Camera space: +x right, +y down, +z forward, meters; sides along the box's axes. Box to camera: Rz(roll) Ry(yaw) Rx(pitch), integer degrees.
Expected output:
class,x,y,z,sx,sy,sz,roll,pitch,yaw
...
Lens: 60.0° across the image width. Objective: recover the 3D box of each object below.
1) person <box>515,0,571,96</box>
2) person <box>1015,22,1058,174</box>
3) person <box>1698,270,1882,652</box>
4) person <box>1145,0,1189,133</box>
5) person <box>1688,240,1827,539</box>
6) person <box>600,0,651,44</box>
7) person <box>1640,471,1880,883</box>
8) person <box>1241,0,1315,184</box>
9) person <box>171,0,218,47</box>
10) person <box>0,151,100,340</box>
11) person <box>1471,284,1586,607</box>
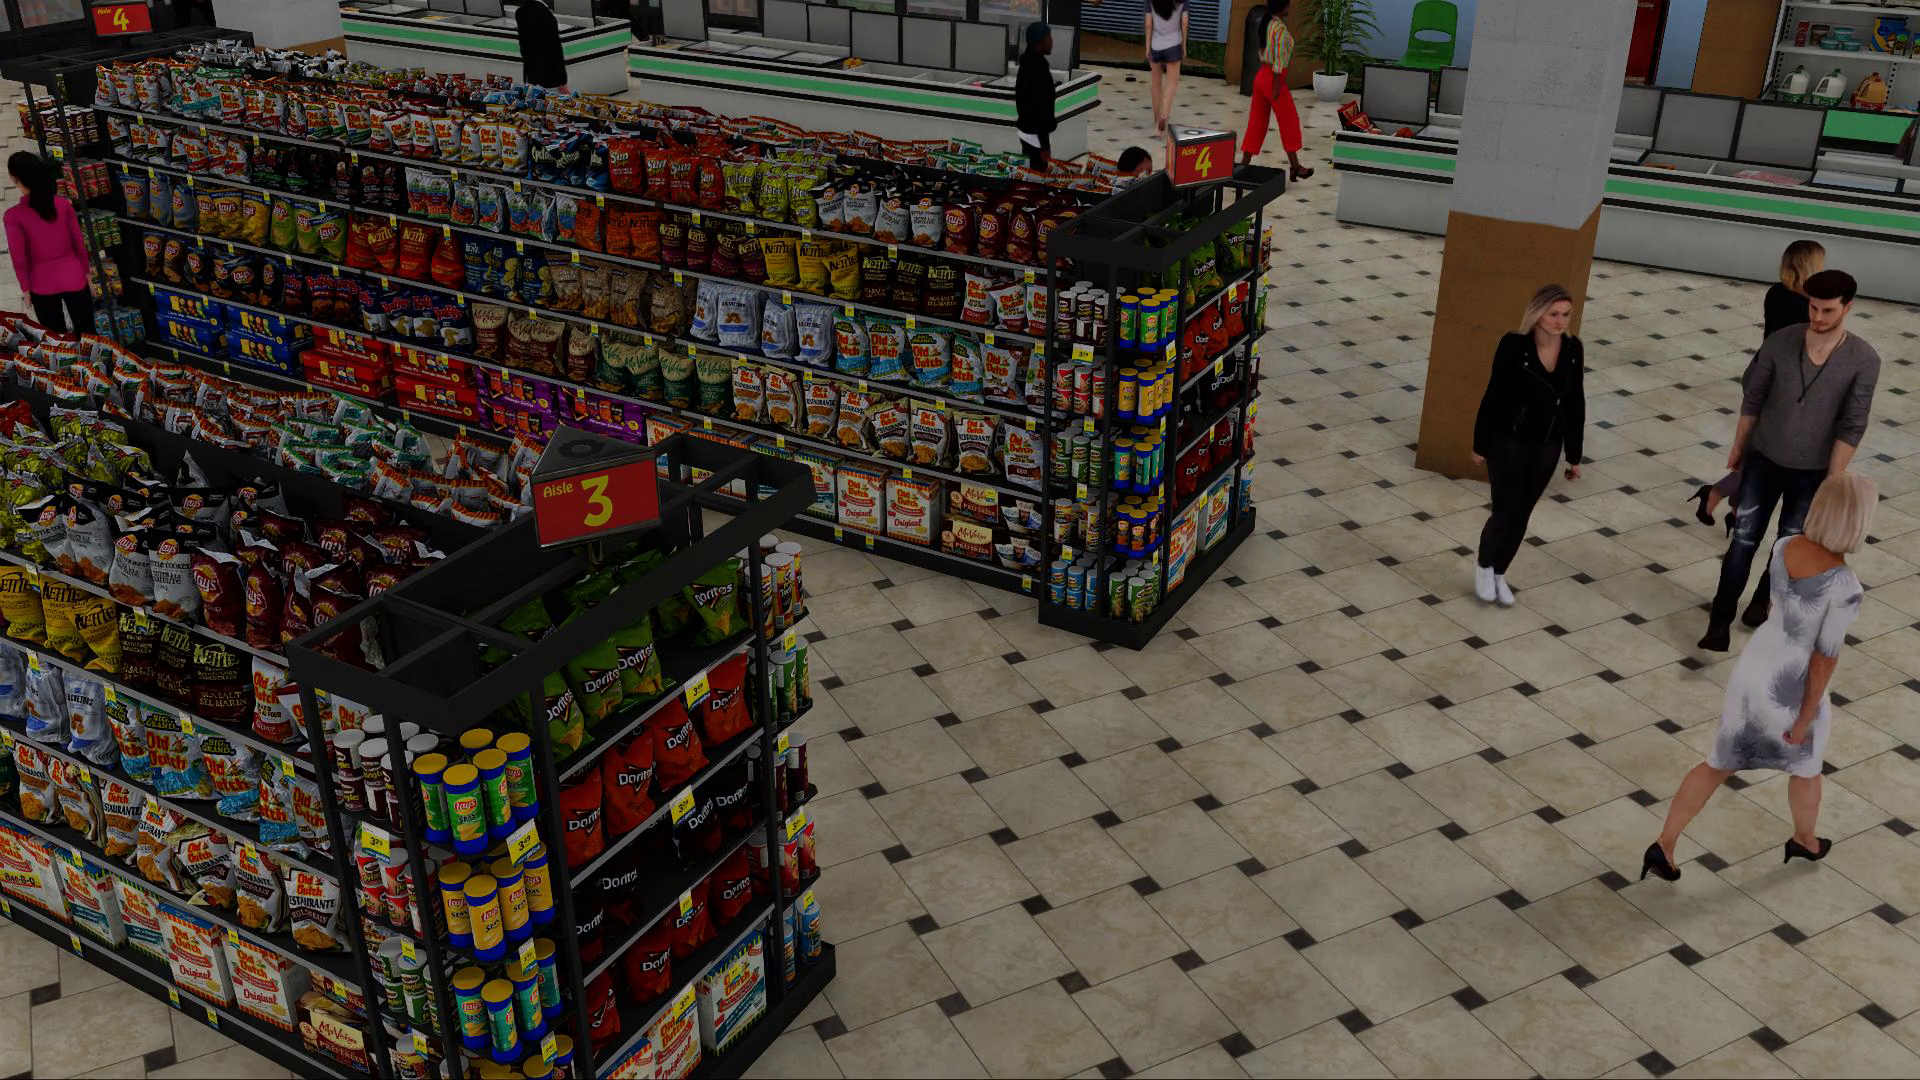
class,x,y,z,sx,sy,sz,roll,pitch,yaw
person,-3.881,-4.331,15.450,0.613,1.948,0.811,22,34,37
person,0.606,-3.282,13.526,0.796,1.817,0.751,-5,27,-10
person,3.906,-0.386,7.776,1.114,1.854,0.780,16,31,29
person,2.118,-5.067,17.201,1.070,1.677,0.882,6,27,11
person,4.147,-0.744,8.707,0.835,1.648,0.765,1,27,1
person,-4.162,-6.761,20.385,1.092,1.818,0.801,18,32,31
person,2.911,0.571,6.051,1.079,1.706,1.095,-10,29,-19
person,2.737,-4.052,15.110,1.028,1.758,1.030,-10,29,-20
person,-9.283,-6.498,19.893,1.183,1.794,1.010,3,27,7
person,-5.479,-1.522,10.196,0.809,1.690,0.668,22,34,36
person,2.734,-0.483,8.167,0.721,1.672,0.802,-4,27,-8
